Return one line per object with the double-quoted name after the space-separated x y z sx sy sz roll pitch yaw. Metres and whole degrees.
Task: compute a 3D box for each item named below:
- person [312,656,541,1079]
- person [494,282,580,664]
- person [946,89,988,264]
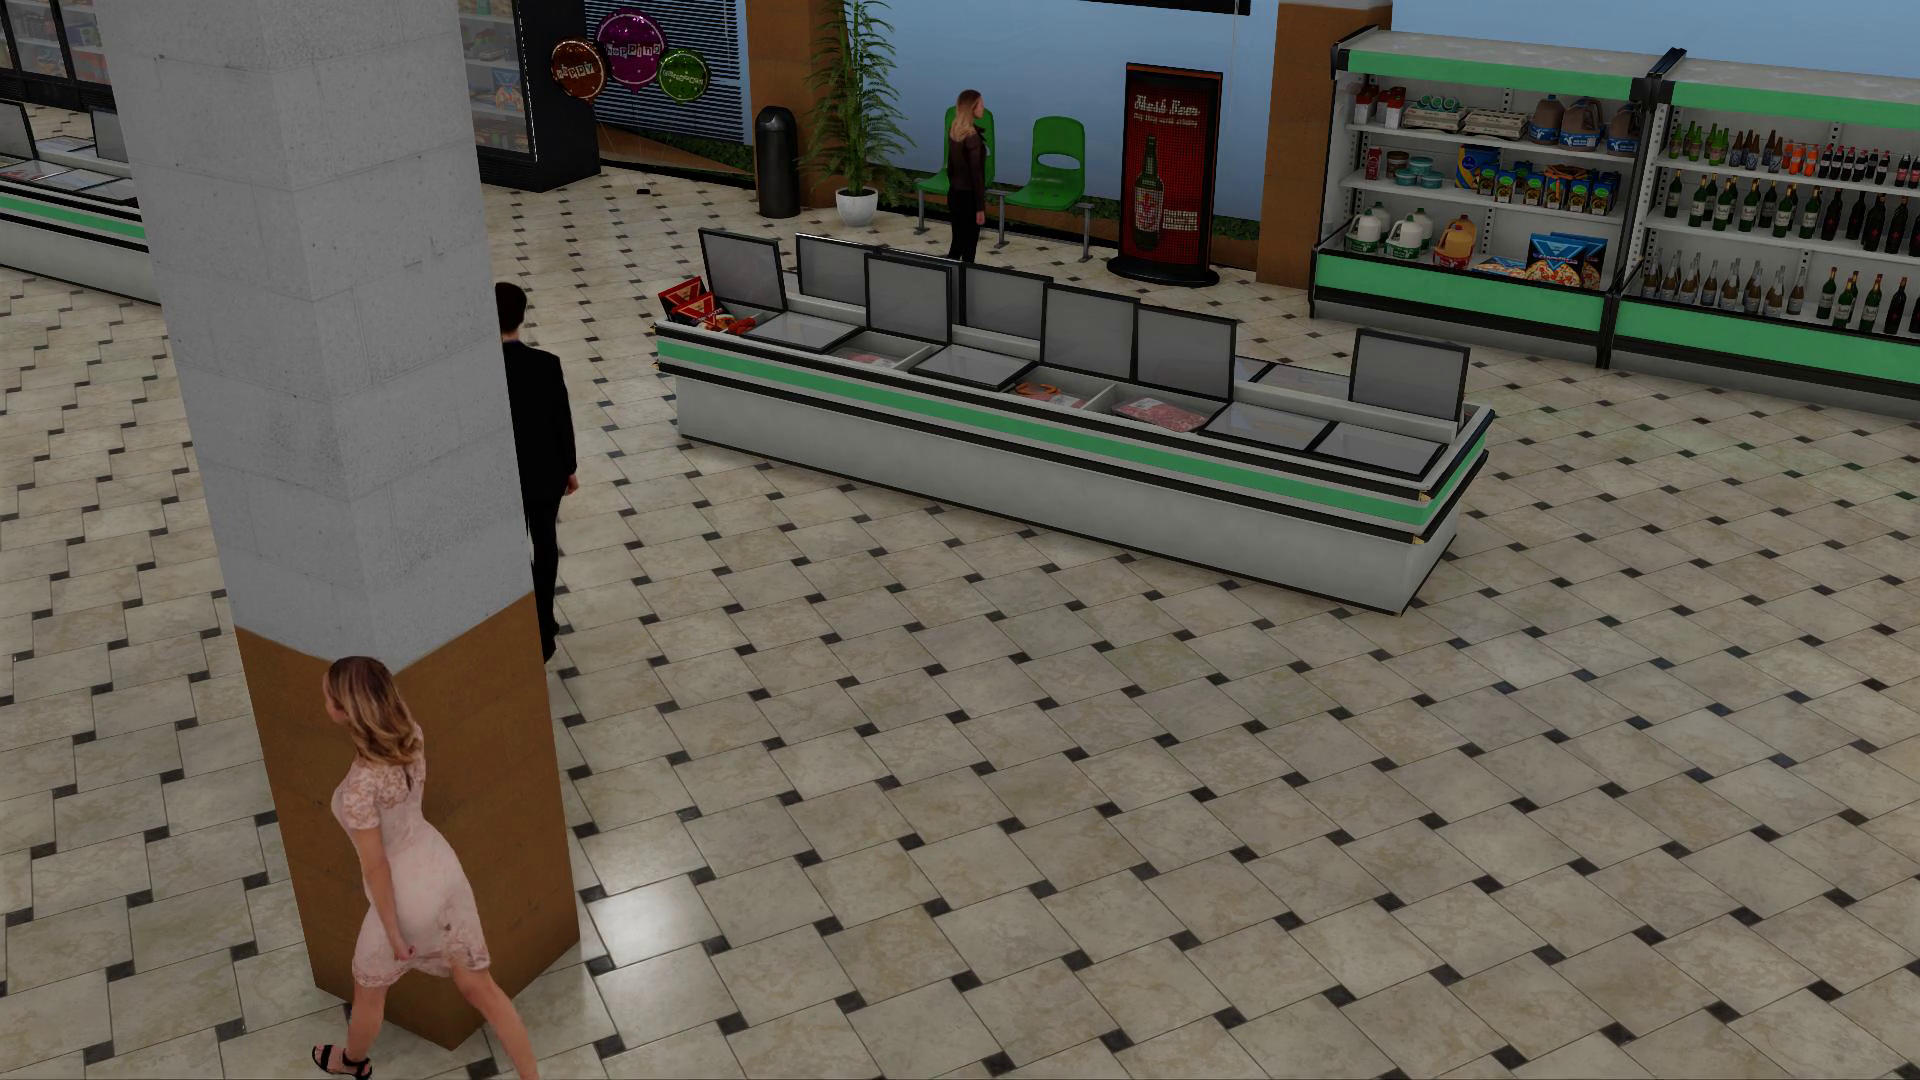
-1.630 1.186 5.264 1.185 1.771 0.710 10 29 19 "person"
-2.096 -0.288 8.064 1.053 1.868 1.198 -12 29 -23 "person"
0.037 -2.612 12.830 0.739 1.703 0.635 -12 29 -22 "person"
